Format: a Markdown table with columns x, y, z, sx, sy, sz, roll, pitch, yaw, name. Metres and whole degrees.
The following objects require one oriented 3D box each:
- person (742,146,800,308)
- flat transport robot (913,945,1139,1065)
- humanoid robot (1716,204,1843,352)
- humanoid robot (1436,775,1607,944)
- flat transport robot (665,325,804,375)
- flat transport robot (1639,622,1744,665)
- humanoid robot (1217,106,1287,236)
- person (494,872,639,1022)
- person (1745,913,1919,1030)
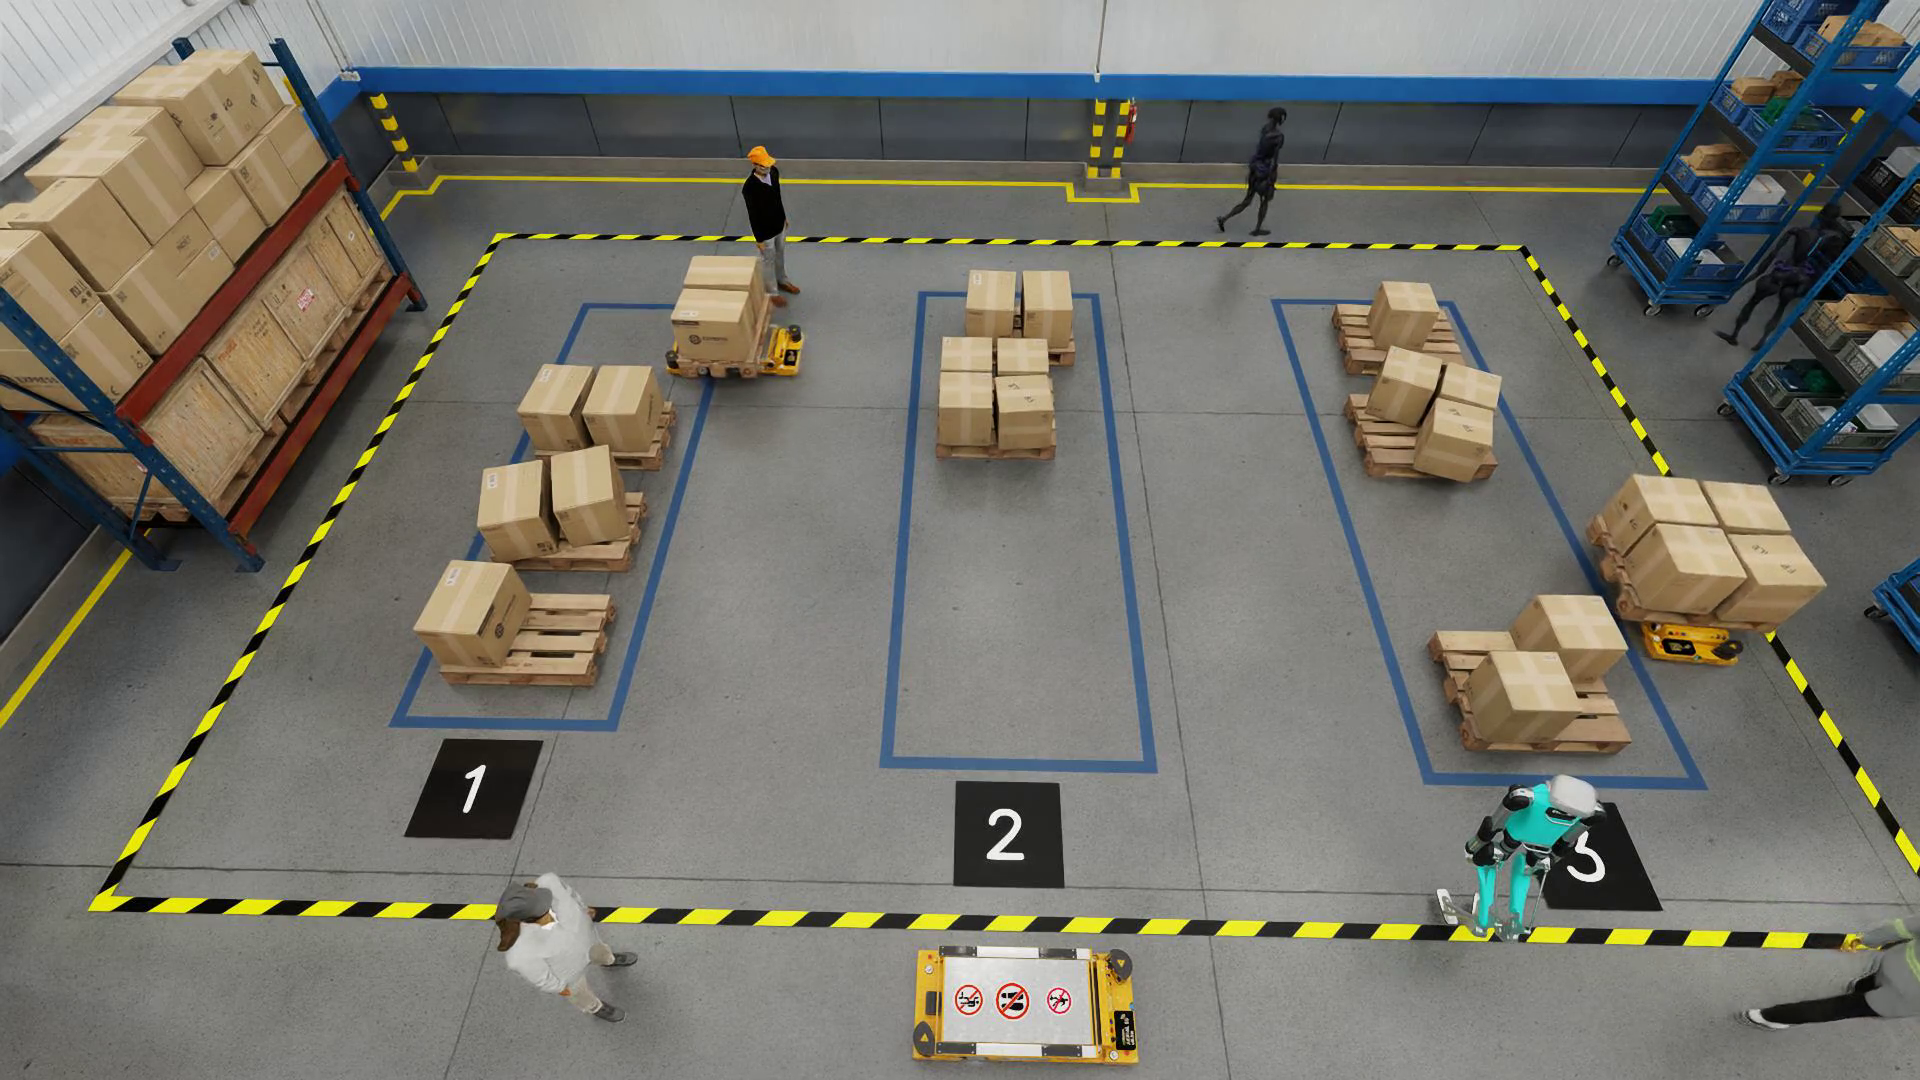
| x | y | z | sx | sy | sz | roll | pitch | yaw | name |
| --- | --- | --- | --- | --- | --- | --- | --- | --- | --- |
| -2.121 | -3.521 | 10.313 | 0.371 | 1.883 | 0.590 | 20 | 53 | 15 | person |
| 0.422 | 3.041 | 6.007 | 1.431 | 0.231 | 0.659 | 1 | 51 | 1 | flat transport robot |
| 8.863 | -2.770 | 9.839 | 0.597 | 1.646 | 0.470 | 16 | 53 | 13 | humanoid robot |
| 3.474 | 2.123 | 5.721 | 0.533 | 1.677 | 0.735 | 10 | 52 | 8 | humanoid robot |
| -2.502 | -2.132 | 10.206 | 1.431 | 0.197 | 0.652 | 1 | 51 | 1 | flat transport robot |
| 6.271 | 0.426 | 8.120 | 0.652 | 0.197 | 1.431 | 5 | 51 | 4 | flat transport robot |
| 3.654 | -4.498 | 11.263 | 0.693 | 1.647 | 0.601 | -7 | 51 | -5 | humanoid robot |
| -2.379 | 2.452 | 5.518 | 0.396 | 1.769 | 0.564 | 2 | 51 | 1 | person |
| 5.627 | 2.595 | 5.387 | 1.003 | 1.799 | 0.600 | 1 | 51 | 1 | person |
